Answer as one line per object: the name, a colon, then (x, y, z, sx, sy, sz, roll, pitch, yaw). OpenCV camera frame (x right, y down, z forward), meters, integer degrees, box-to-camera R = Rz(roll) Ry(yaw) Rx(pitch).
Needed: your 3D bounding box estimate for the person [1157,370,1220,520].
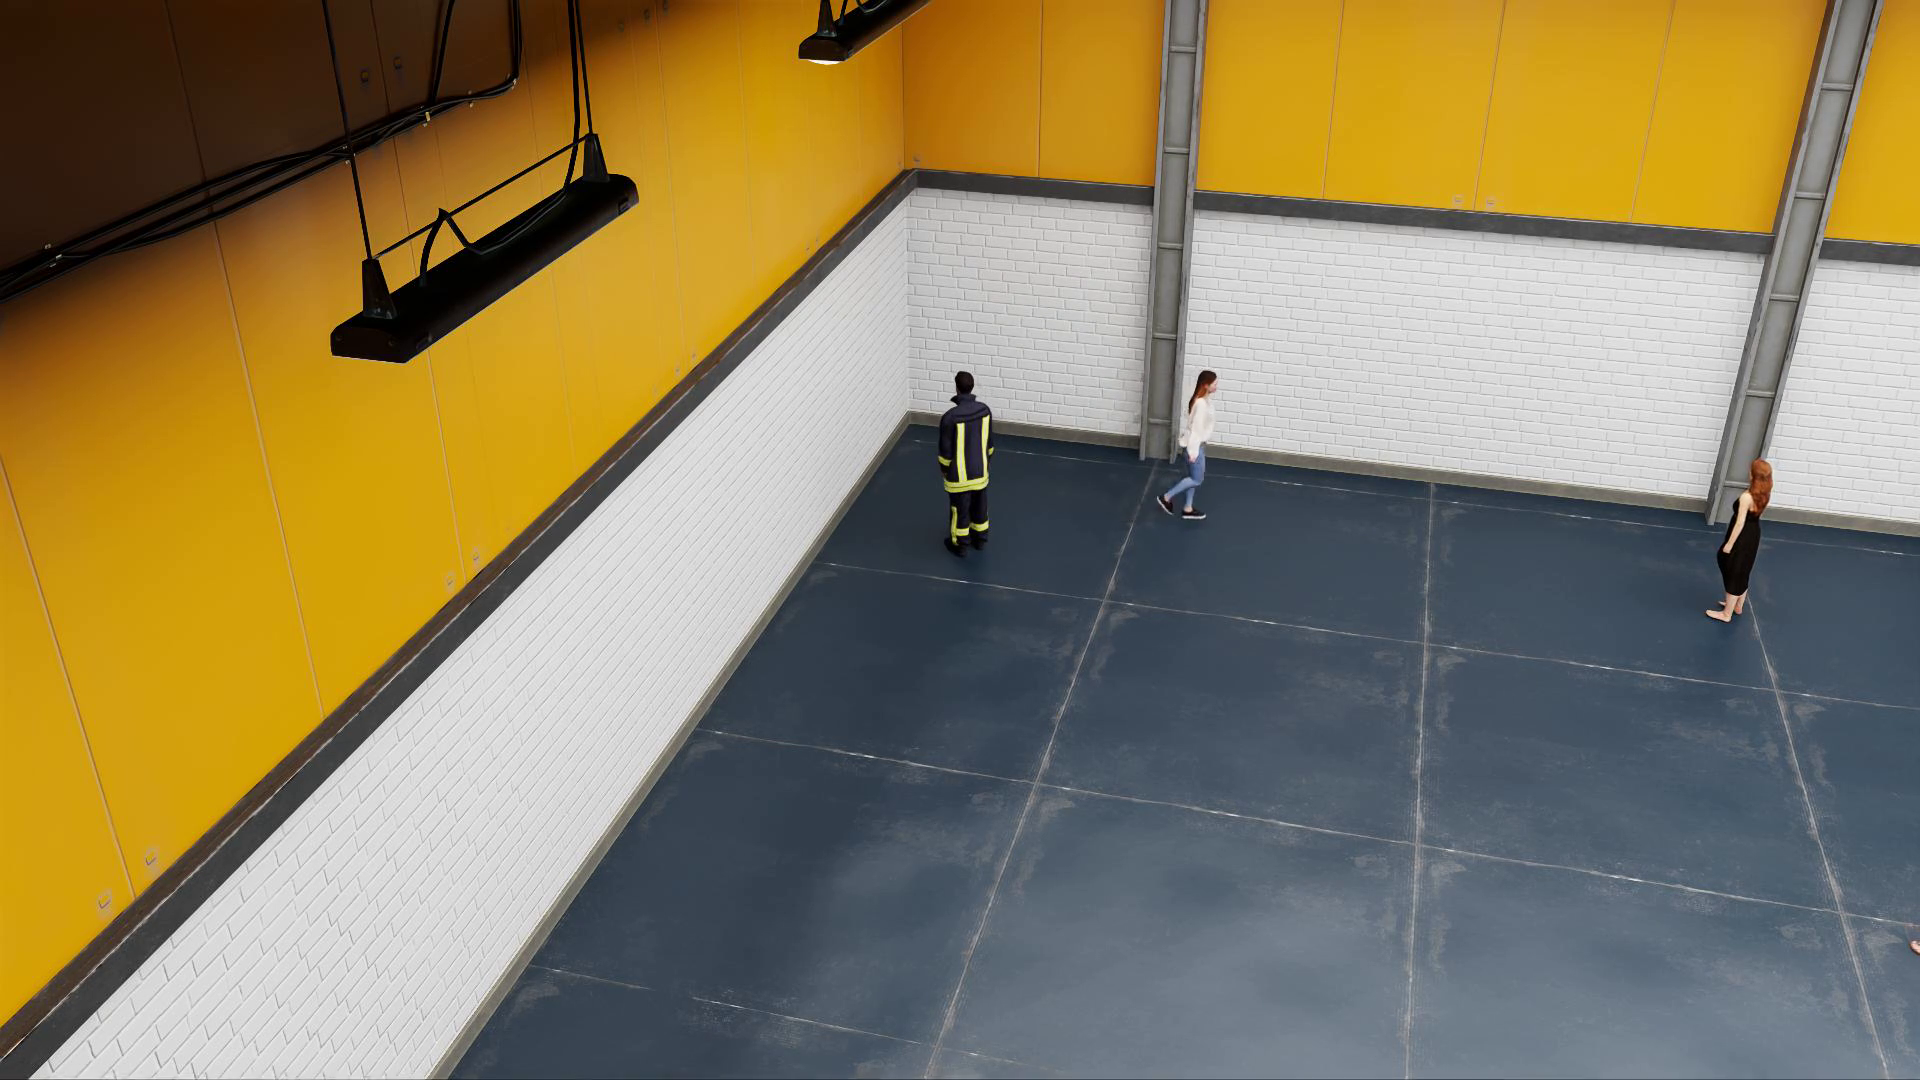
person: (2.327, -0.955, 17.069, 0.824, 1.671, 0.704, 3, 29, 5)

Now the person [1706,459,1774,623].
person: (7.243, 0.000, 15.368, 0.681, 1.625, 0.727, -20, 35, -32)

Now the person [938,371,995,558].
person: (0.062, -0.759, 16.445, 0.889, 1.926, 0.940, -17, 33, -28)
